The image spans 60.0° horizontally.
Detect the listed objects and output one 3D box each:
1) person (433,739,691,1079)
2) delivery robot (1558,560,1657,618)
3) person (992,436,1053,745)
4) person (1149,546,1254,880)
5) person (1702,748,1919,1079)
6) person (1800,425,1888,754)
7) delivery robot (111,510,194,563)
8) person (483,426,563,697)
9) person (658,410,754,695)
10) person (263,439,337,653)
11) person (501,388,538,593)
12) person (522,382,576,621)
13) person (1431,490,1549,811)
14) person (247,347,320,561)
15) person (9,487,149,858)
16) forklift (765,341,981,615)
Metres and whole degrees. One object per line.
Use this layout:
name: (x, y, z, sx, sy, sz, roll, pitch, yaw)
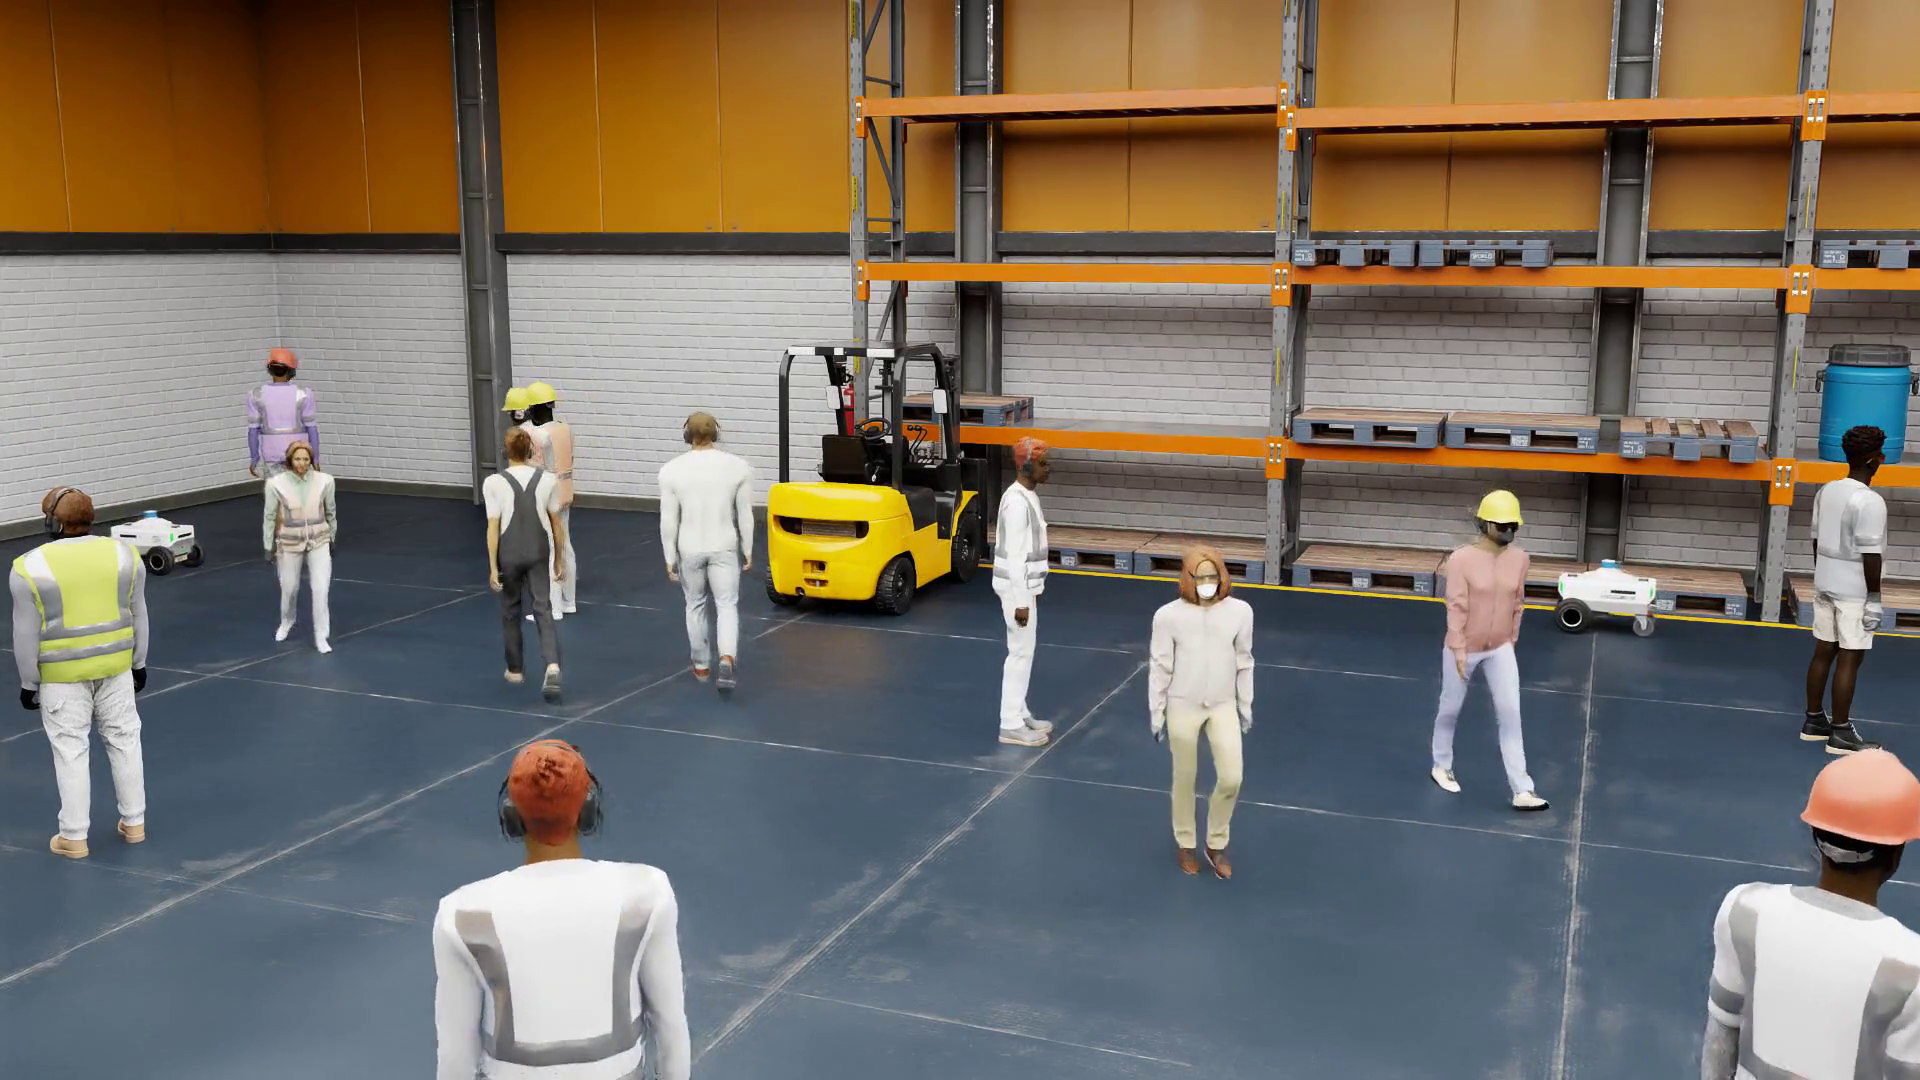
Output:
person: (-0.934, 1.410, 3.963, 0.594, 1.866, 0.679, -3, 11, -15)
delivery robot: (5.049, 0.397, 12.968, 0.707, 0.478, 0.477, 4, 11, 24)
person: (0.383, 0.309, 10.091, 0.369, 1.867, 0.585, 1, 10, 6)
person: (1.149, 0.825, 7.889, 0.522, 1.612, 0.509, -1, 10, -6)
person: (1.923, 1.416, 3.806, 0.827, 1.912, 0.552, -8, 13, -37)
person: (5.298, 0.291, 9.903, 0.361, 1.964, 0.613, 0, 10, -2)
delivery robot: (-7.457, -0.029, 15.361, 0.707, 0.478, 0.477, 3, 11, 14)
person: (-2.900, 0.145, 11.174, 0.517, 1.818, 0.876, -5, 11, -27)
person: (-1.702, 0.080, 11.223, 0.637, 1.917, 0.862, -2, 10, -11)
person: (-4.940, 0.021, 12.435, 0.530, 1.605, 0.665, -6, 12, -30)
person: (-3.663, -0.410, 14.275, 0.480, 1.800, 0.606, 2, 10, 14)
person: (-3.302, -0.305, 13.341, 0.366, 1.926, 0.587, 3, 11, 15)
person: (2.832, 0.594, 8.906, 0.527, 1.721, 0.912, -2, 10, -12)
person: (-6.433, -0.804, 15.842, 0.641, 2.031, 0.402, -4, 11, -19)
person: (-4.353, 0.648, 8.260, 0.429, 1.847, 0.625, 9, 14, 42)
forklift: (-0.739, -0.602, 14.246, 1.214, 2.155, 2.313, 4, 11, 21)
